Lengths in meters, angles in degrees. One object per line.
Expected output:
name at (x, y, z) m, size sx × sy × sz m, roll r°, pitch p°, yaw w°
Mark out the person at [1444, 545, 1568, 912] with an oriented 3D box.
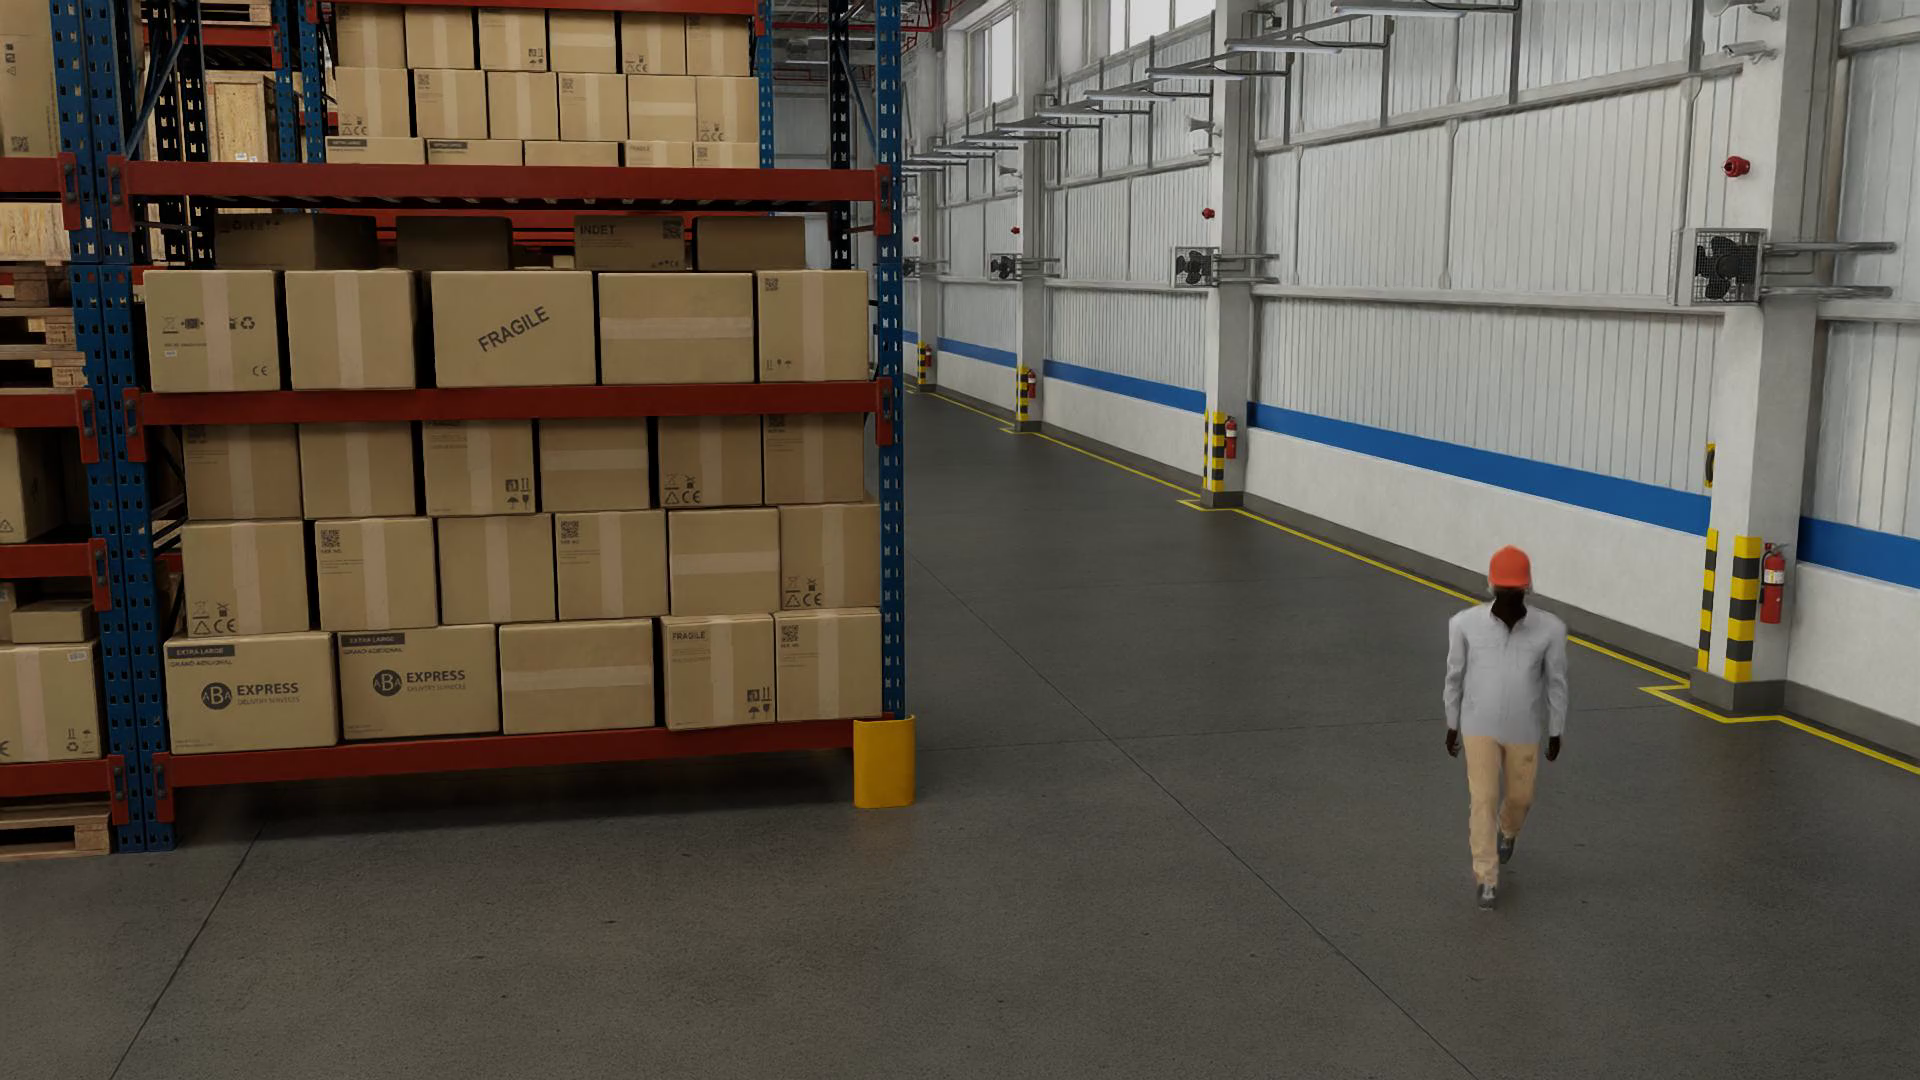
person at (2.631, 0.860, 8.060) m, size 0.569 × 1.731 × 0.709 m, roll 2°, pitch 10°, yaw 13°
